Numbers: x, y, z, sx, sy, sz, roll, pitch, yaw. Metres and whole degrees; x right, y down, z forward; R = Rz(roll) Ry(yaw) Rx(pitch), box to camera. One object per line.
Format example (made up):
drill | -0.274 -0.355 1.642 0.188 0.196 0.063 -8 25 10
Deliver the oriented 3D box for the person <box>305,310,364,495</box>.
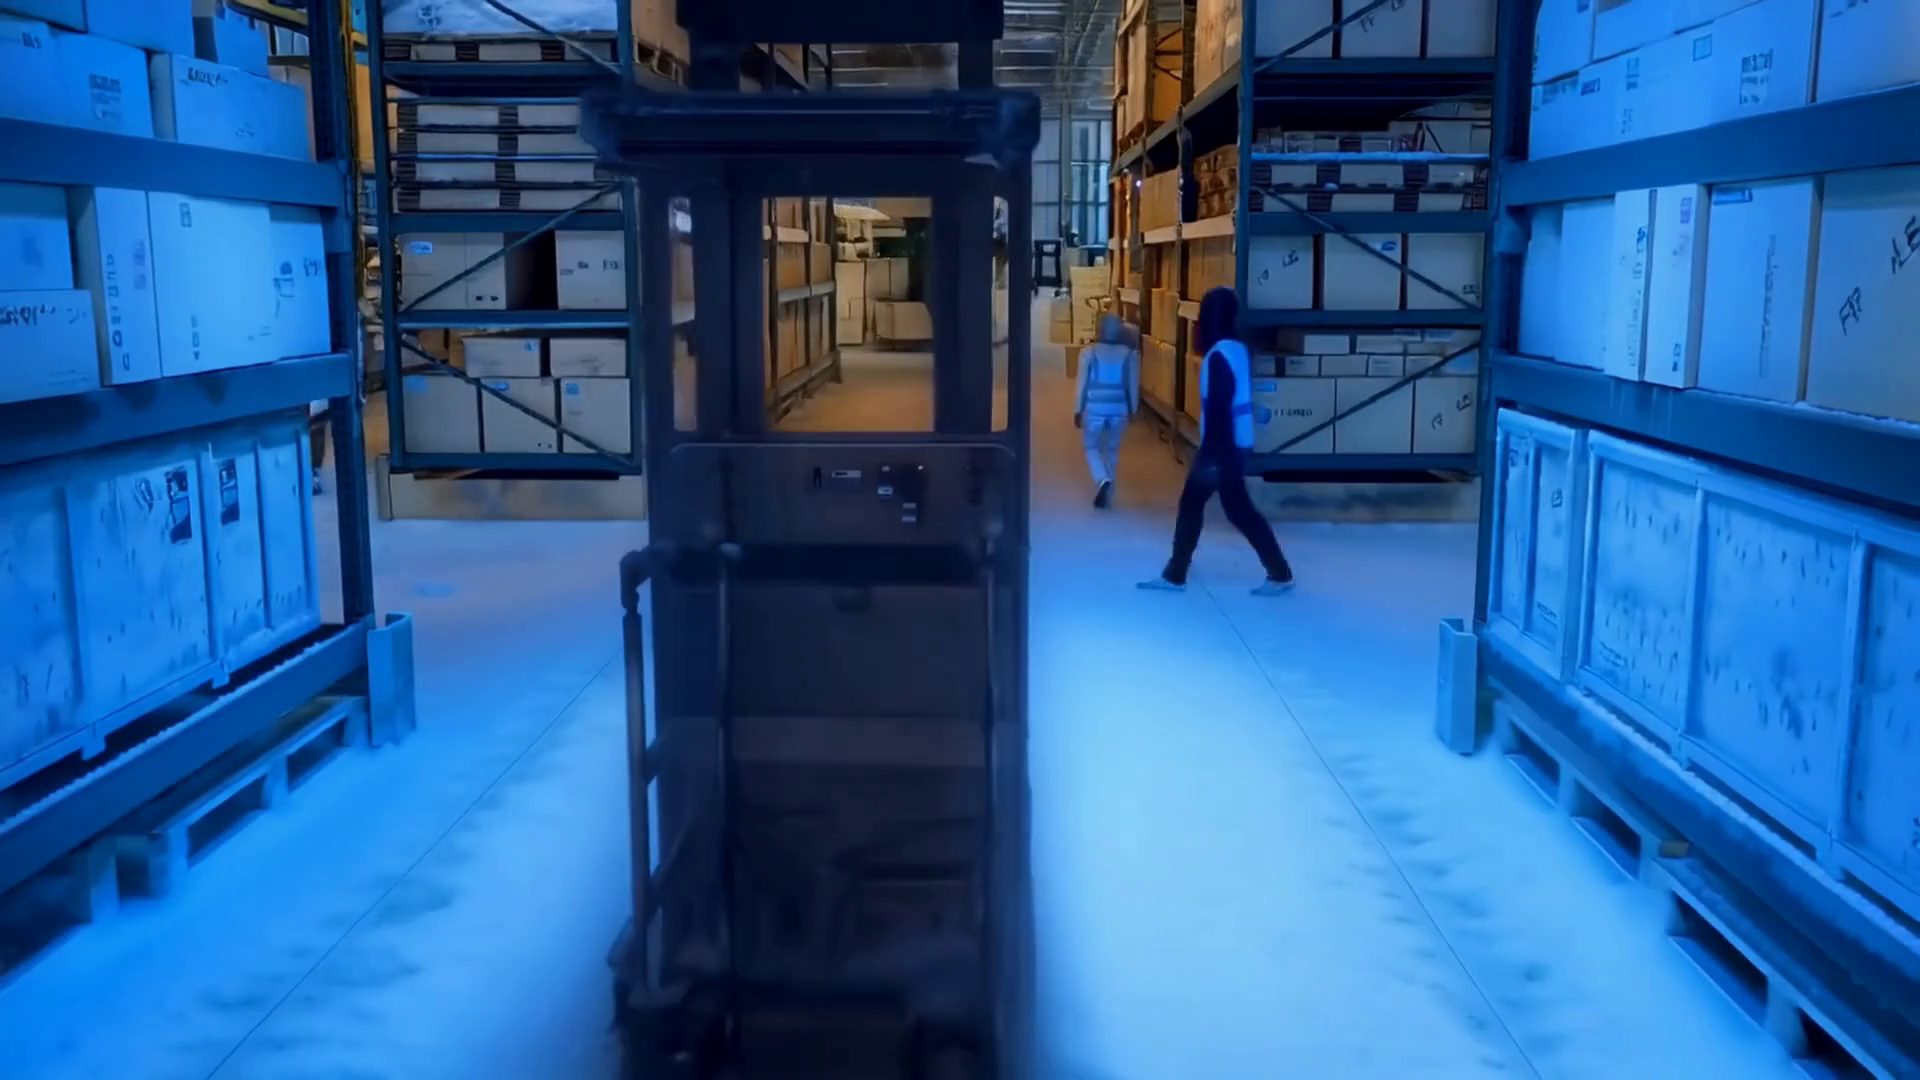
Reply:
person | -5.552 -1.403 14.629 0.613 1.987 1.041 -2 10 -11

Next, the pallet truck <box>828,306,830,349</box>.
pallet truck | -3.100 -3.940 29.800 1.885 1.965 0.823 3 10 19

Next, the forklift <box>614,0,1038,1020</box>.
forklift | -0.337 -0.251 5.067 1.129 2.768 1.873 0 9 1

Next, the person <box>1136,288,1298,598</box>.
person | 1.599 -0.575 10.039 0.978 1.877 0.603 2 10 12

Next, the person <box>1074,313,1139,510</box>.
person | 1.196 -1.023 13.440 0.526 1.620 0.489 -1 10 -7

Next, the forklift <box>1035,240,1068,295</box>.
forklift | 3.222 -9.565 60.854 1.129 2.768 1.873 -2 10 -14

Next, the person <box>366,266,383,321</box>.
person | -19.202 -8.061 54.800 0.597 1.896 0.776 6 11 33

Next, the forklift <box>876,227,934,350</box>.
forklift | -0.916 -5.836 38.522 1.873 2.768 1.129 -4 10 -25
